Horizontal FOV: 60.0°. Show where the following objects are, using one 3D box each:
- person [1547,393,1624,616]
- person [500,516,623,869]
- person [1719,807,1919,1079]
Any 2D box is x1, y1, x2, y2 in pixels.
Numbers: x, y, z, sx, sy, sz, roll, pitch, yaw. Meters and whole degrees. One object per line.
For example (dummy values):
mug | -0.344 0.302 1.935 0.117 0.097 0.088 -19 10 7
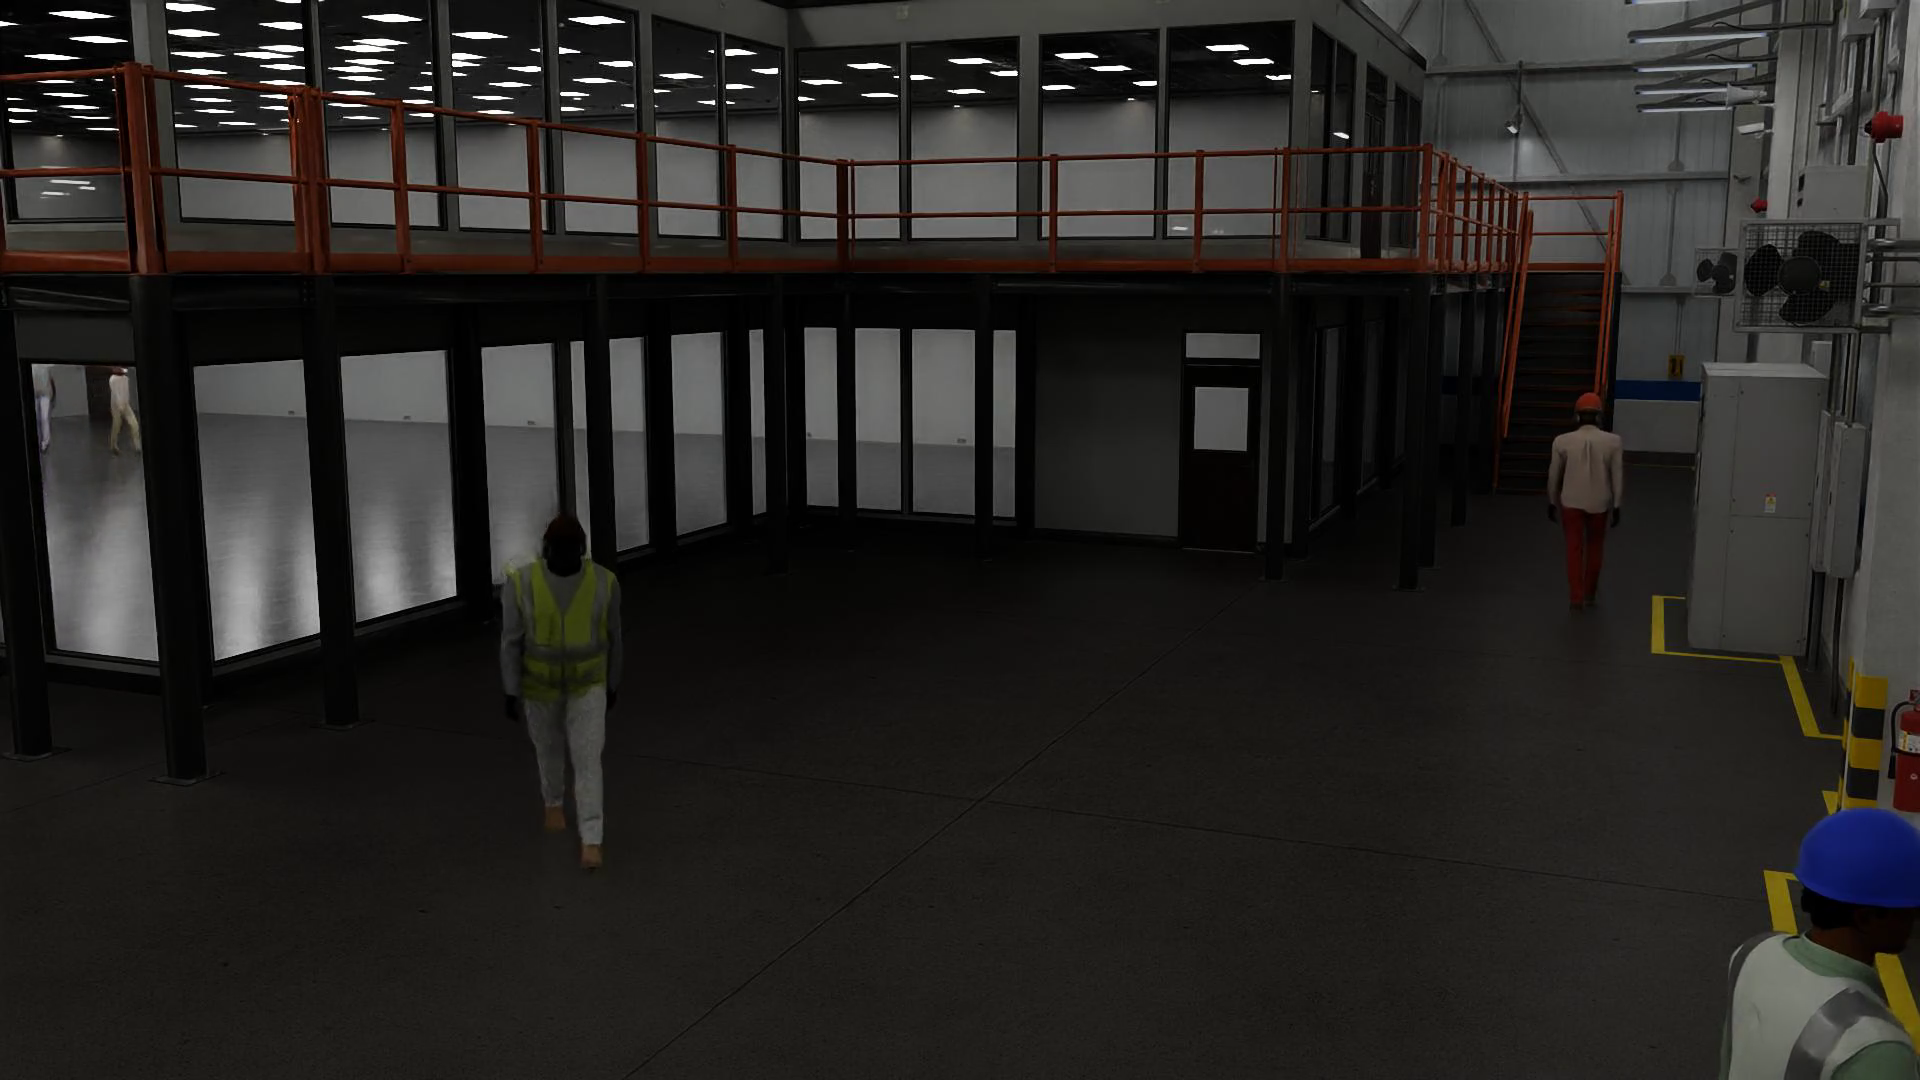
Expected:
person | 5.605 -0.340 14.963 0.634 1.957 0.913 3 10 15
person | -2.093 0.754 8.787 0.626 1.799 0.970 -2 9 -12
person | 1.845 1.516 3.588 0.406 1.946 0.608 0 9 1
